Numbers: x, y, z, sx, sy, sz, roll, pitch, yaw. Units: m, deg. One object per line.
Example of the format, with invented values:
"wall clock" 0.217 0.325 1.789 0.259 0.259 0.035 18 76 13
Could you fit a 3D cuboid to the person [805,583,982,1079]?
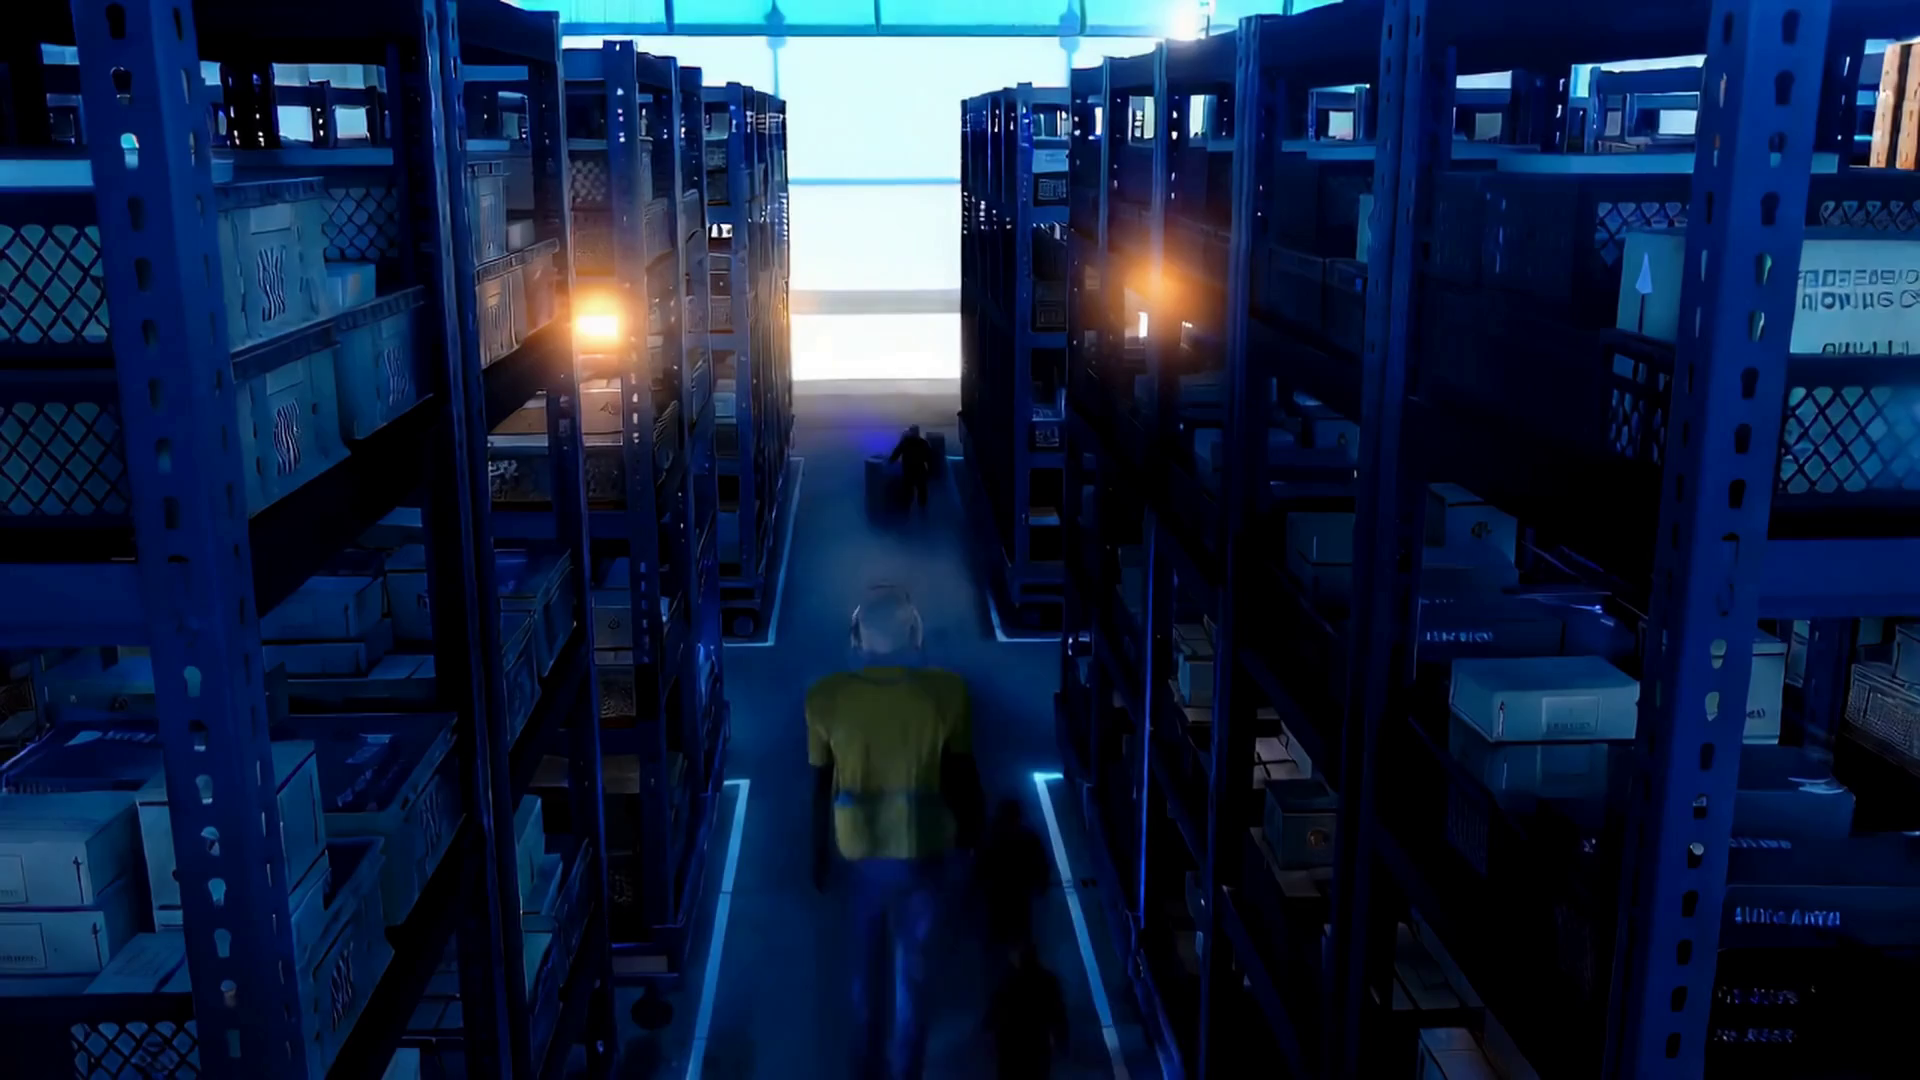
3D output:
"person" -0.223 1.032 5.850 0.595 1.810 0.866 0 14 2
